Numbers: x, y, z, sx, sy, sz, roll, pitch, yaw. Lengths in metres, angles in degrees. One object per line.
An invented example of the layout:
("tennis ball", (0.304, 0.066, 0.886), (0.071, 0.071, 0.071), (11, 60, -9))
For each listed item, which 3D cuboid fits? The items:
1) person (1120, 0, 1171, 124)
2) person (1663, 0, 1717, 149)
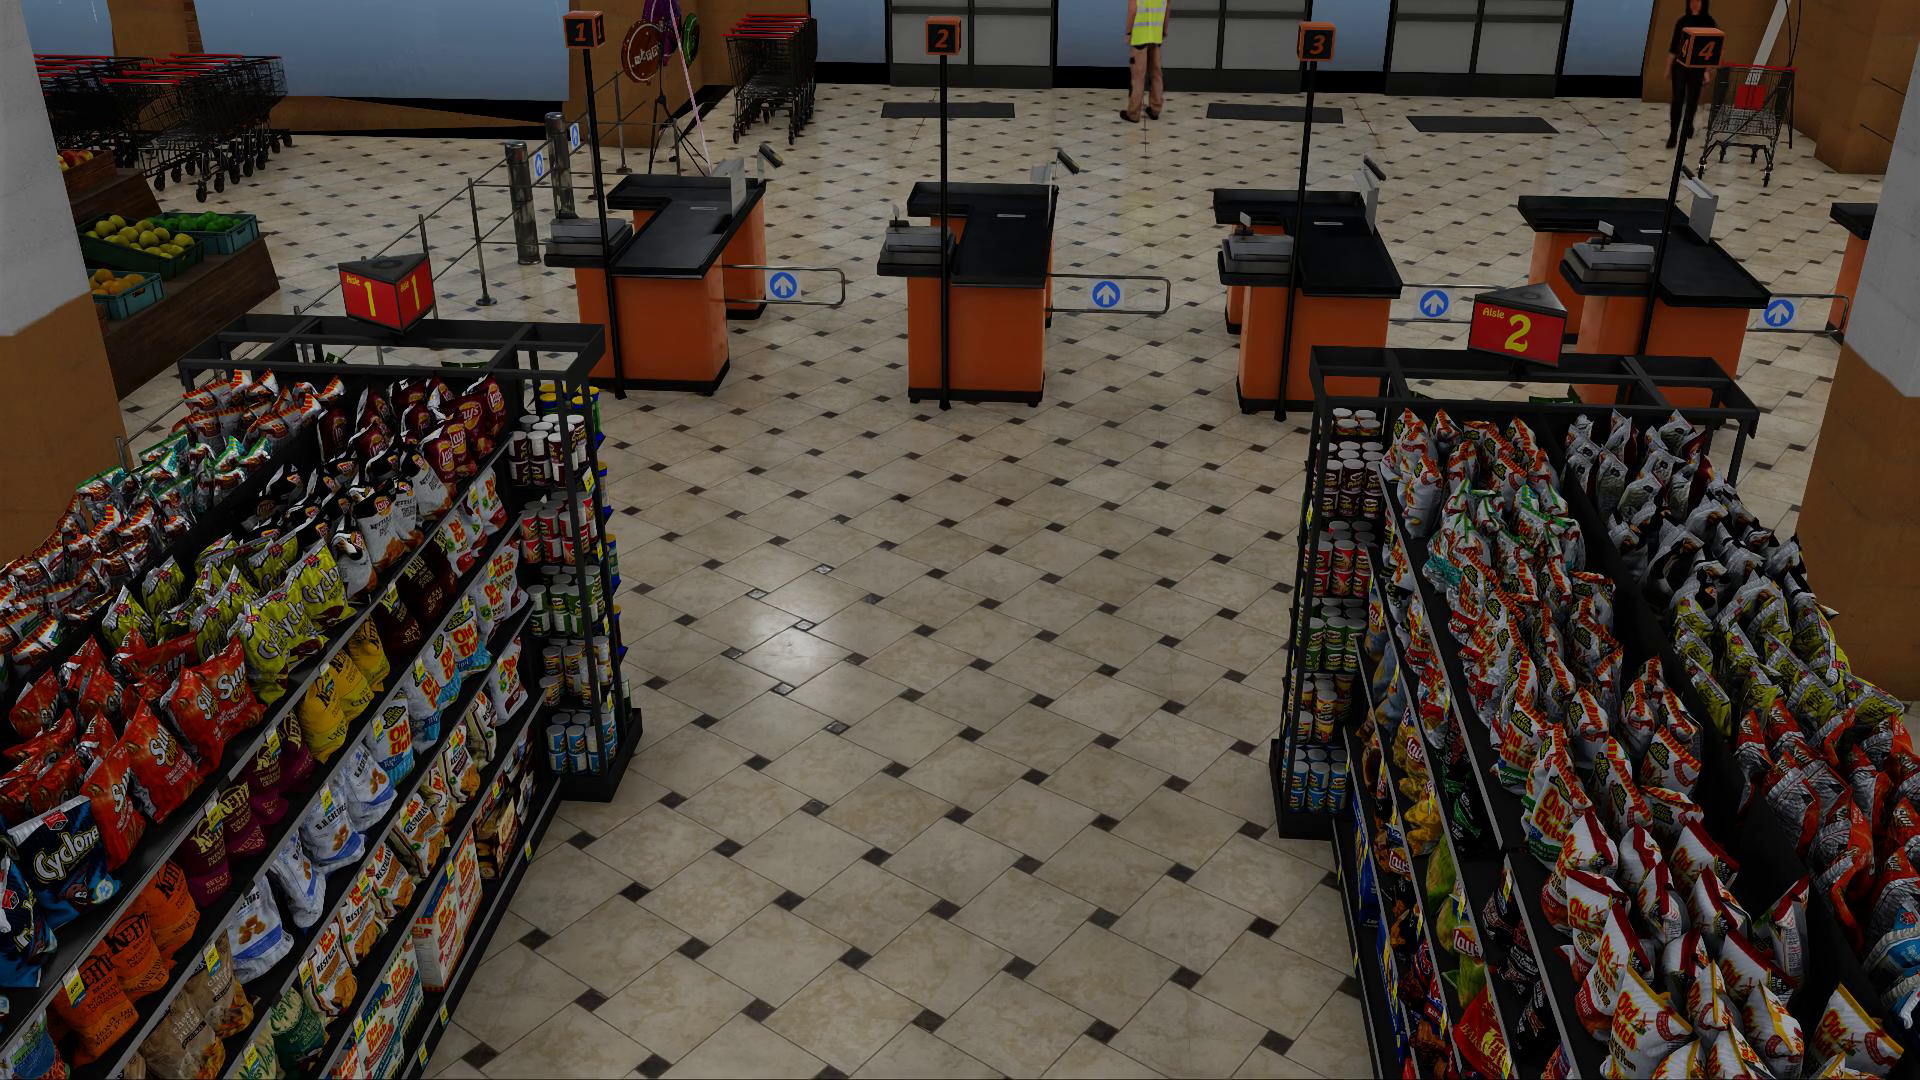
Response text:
("person", (2.057, -5.597, 18.472), (0.838, 1.844, 0.871), (-12, 29, -23))
("person", (7.666, -4.957, 17.450), (0.752, 1.627, 0.830), (15, 30, 26))
